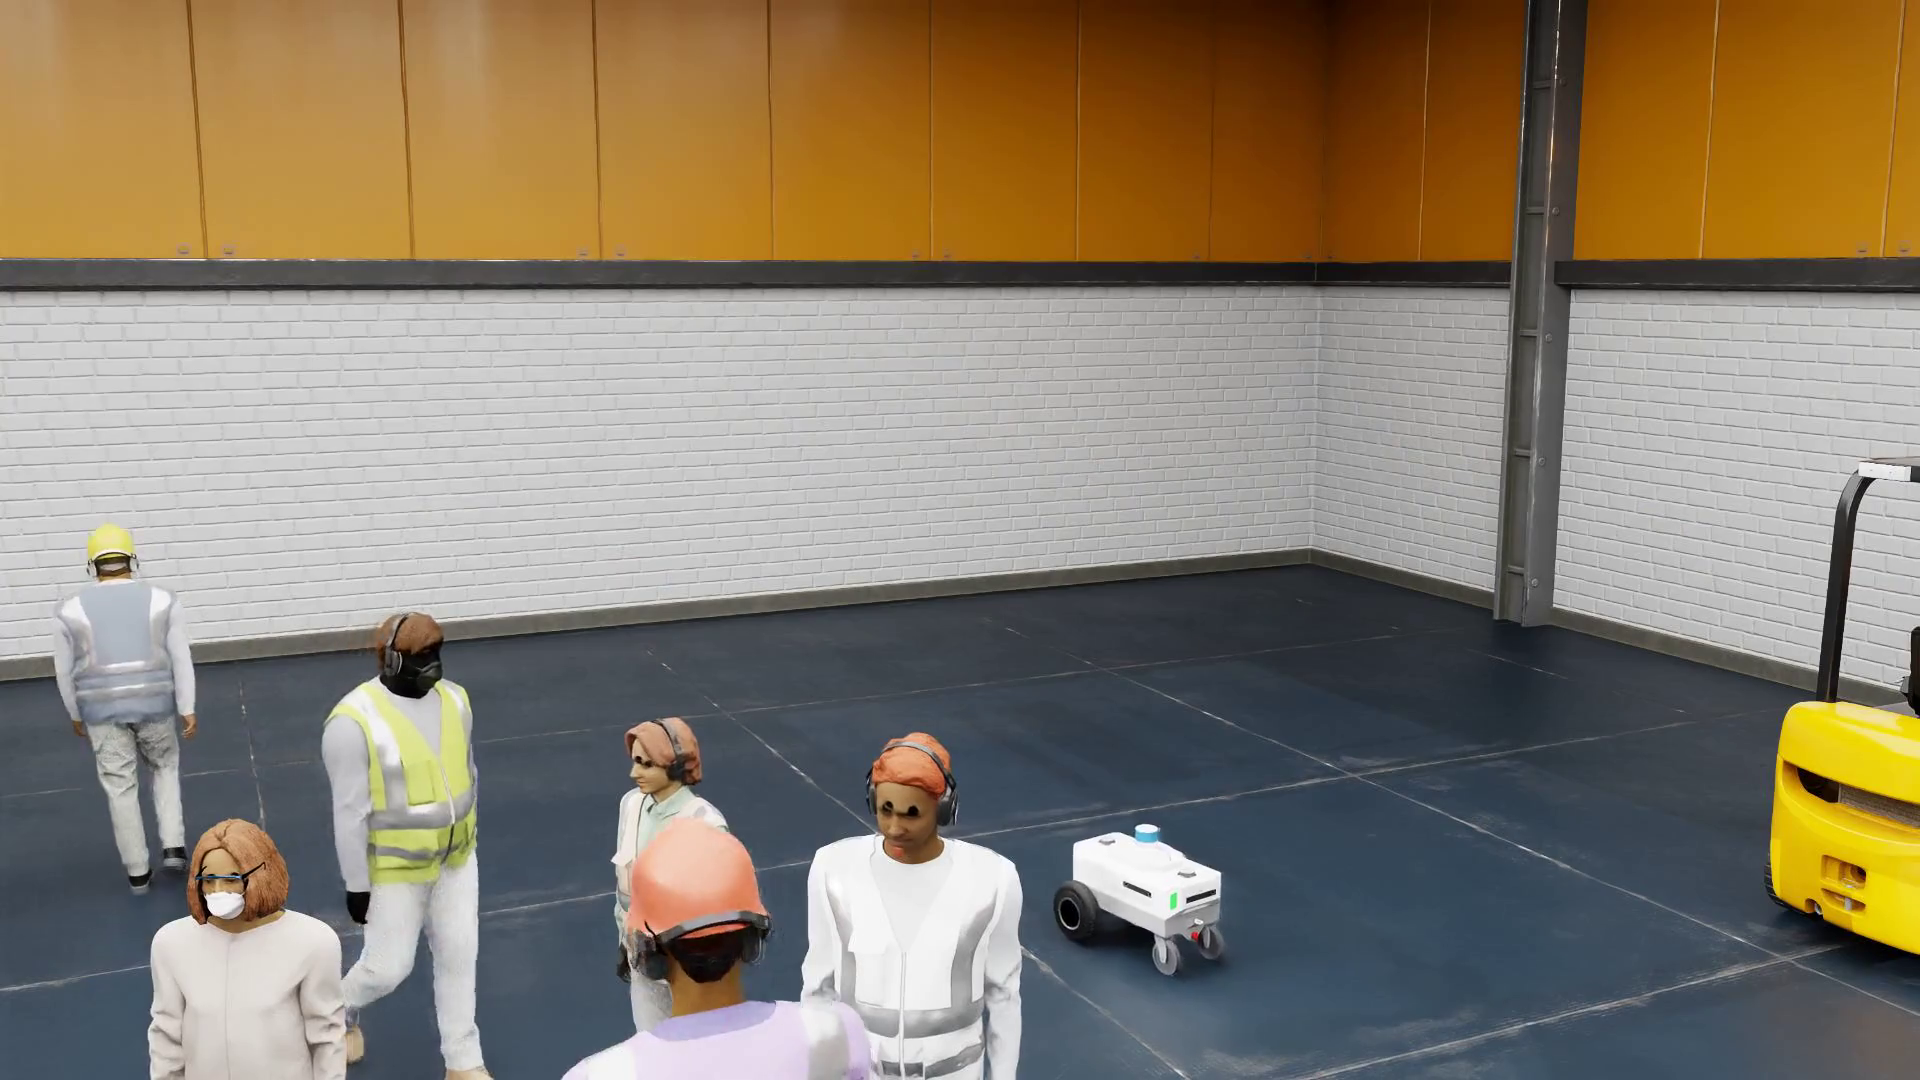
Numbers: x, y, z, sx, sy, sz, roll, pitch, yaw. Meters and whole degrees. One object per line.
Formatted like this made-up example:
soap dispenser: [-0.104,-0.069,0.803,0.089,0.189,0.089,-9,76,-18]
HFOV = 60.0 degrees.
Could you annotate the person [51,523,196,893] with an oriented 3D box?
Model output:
person: [-4.099,0.824,8.190,0.598,1.803,0.487,-5,11,-30]

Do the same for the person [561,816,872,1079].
person: [-0.436,1.537,3.155,0.626,2.060,0.632,-3,10,-20]

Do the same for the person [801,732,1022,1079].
person: [-0.129,1.409,4.302,0.573,1.887,0.354,1,9,6]

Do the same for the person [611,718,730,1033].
person: [-0.922,1.366,5.342,0.525,1.637,0.307,8,12,40]

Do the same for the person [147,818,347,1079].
person: [-1.864,1.523,4.378,0.497,1.633,0.285,-1,9,-5]

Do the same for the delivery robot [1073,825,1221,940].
delivery robot: [0.833,1.520,7.445,0.477,0.478,0.707,-7,11,-36]

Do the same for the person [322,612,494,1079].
person: [-2.034,1.149,6.096,0.743,1.822,0.634,6,11,33]

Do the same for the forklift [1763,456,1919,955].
forklift: [4.857,0.731,7.561,2.313,2.155,1.214,-4,10,-25]
